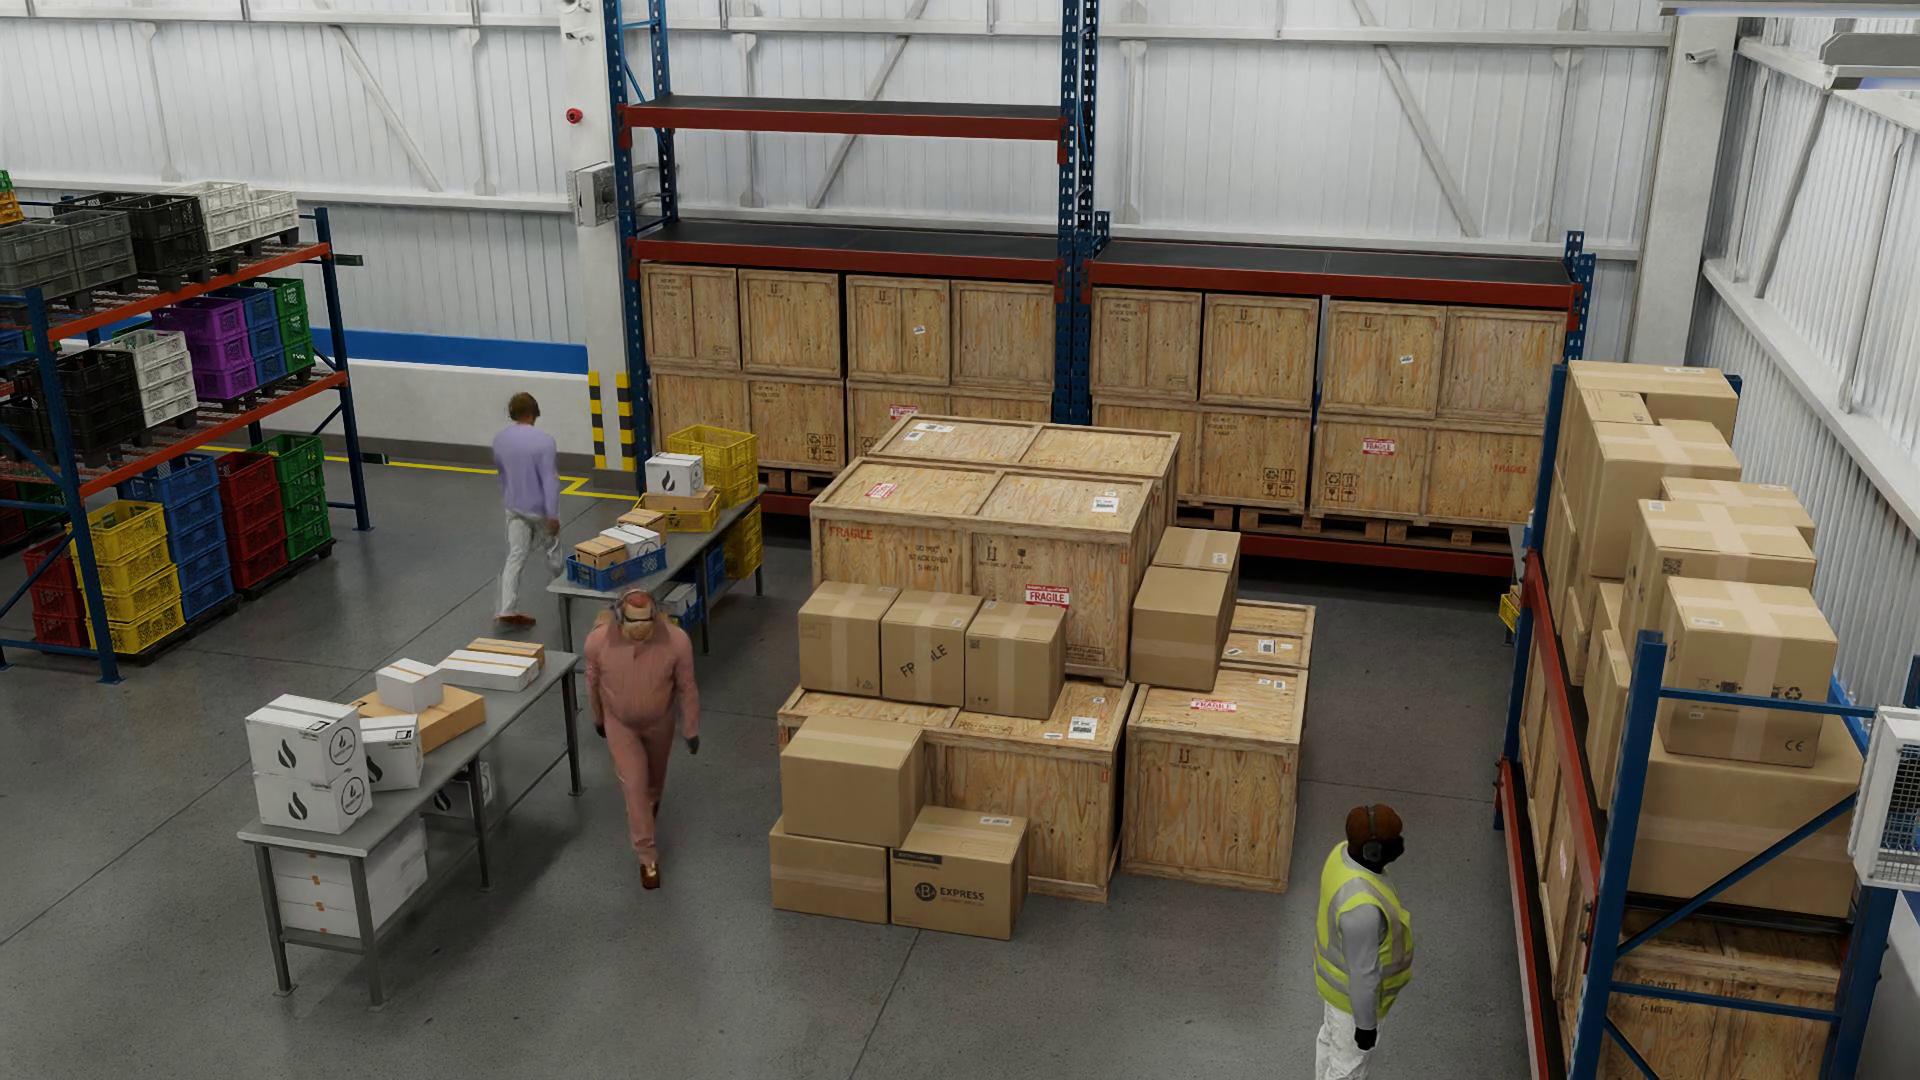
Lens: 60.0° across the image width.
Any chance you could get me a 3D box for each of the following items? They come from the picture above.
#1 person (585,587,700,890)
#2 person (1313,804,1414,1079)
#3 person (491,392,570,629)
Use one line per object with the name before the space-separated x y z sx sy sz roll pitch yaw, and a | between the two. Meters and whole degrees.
person | -1.914 1.061 10.087 0.647 1.829 1.060 -5 21 -13
person | 1.812 2.022 7.534 0.429 1.844 0.626 2 21 5
person | -3.473 -0.253 13.461 0.680 1.867 1.006 8 22 20
